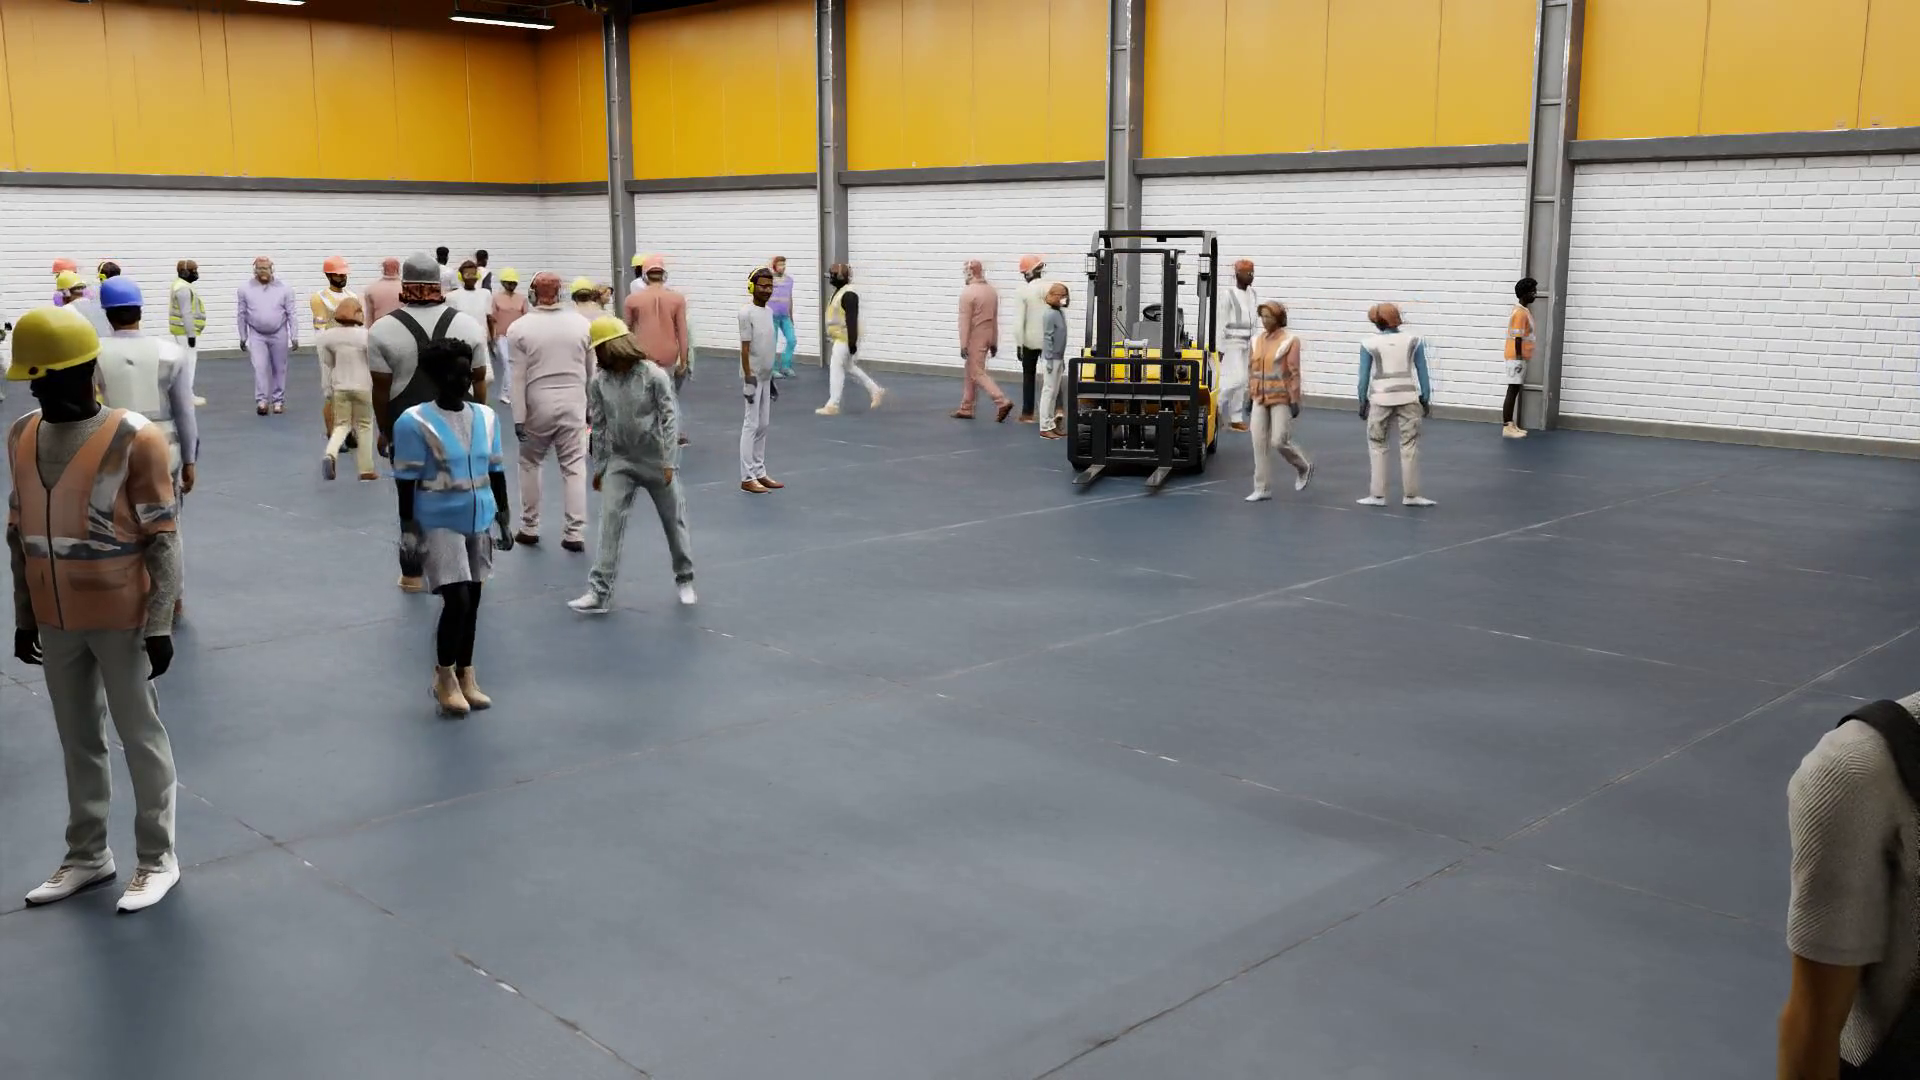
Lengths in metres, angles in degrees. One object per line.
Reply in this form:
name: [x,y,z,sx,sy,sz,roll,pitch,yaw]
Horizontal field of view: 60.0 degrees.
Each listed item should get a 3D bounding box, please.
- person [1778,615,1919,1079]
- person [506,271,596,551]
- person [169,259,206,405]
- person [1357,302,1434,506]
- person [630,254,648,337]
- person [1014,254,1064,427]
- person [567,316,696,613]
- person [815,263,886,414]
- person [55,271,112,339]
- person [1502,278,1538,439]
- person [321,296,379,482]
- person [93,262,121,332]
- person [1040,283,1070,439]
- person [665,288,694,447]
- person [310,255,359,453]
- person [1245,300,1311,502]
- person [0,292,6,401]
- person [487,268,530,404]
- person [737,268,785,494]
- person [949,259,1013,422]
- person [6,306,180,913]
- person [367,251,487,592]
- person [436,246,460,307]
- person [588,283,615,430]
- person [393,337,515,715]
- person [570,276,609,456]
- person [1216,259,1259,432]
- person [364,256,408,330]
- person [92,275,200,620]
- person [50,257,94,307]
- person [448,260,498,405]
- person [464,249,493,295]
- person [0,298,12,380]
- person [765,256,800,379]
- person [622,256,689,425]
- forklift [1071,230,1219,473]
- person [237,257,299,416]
person: [1.260,0.831,2.164,0.506,1.840,0.349,-5,11,-23]
person: [-2.802,-0.883,11.371,0.640,1.884,0.789,-6,12,-29]
person: [-9.717,-2.608,20.950,0.432,1.834,0.625,-5,11,-24]
person: [3.460,-1.059,13.110,0.648,1.612,0.317,0,10,2]
person: [-4.286,-2.914,22.476,0.979,1.866,0.590,7,13,35]
person: [0.900,-2.221,18.614,0.608,1.936,1.018,-4,11,-20]
person: [-1.845,-0.423,9.426,0.559,1.676,0.767,2,11,13]
person: [-1.314,-2.416,19.963,0.837,1.814,0.625,-3,11,-16]
person: [-8.640,-1.732,16.309,0.948,1.771,0.603,3,11,16]
person: [5.905,-1.917,17.556,0.319,1.690,0.531,4,11,20]
person: [-5.232,-1.274,14.259,0.504,1.615,0.564,1,10,6]
person: [-8.604,-1.900,16.987,0.328,1.867,0.509,4,11,23]
person: [1.007,-1.887,17.543,0.283,1.631,0.503,4,11,20]
person: [-2.995,-1.758,16.950,0.517,1.584,0.846,-8,13,-37]
person: [-6.117,-1.839,16.454,0.362,1.938,0.545,5,12,25]
person: [2.553,-1.124,13.405,0.566,1.617,0.529,-9,14,-39]
person: [-12.437,-2.721,21.059,0.634,2.011,0.768,-4,11,-23]
person: [-5.594,-2.529,20.804,0.540,1.708,0.923,-8,13,-39]
person: [-1.660,-1.328,13.875,0.335,1.864,0.521,4,11,20]
person: [0.246,-2.284,19.094,0.896,1.871,0.645,6,12,31]
person: [-2.744,0.226,5.247,0.586,1.917,0.381,3,11,14]
person: [-3.209,-0.714,10.035,0.679,2.000,0.537,-5,12,-26]
person: [-8.983,-4.164,29.142,0.636,1.924,0.958,3,11,18]
person: [-3.965,-1.995,18.163,0.366,1.615,0.523,5,12,27]
person: [-2.203,-0.053,7.378,0.436,1.682,0.552,7,13,34]
person: [-3.597,-1.668,16.076,0.528,1.748,0.698,-5,12,-27]
person: [3.016,-2.103,18.073,0.446,1.872,0.576,10,14,43]
person: [-6.768,-2.447,19.915,0.664,1.887,0.781,-1,10,-7]
person: [-4.443,-0.449,8.941,0.610,1.911,0.896,-6,12,-31]
person: [-10.008,-2.260,18.902,1.019,1.897,0.541,4,11,19]
person: [-5.342,-2.140,18.315,0.533,1.856,0.396,-7,13,-34]
person: [-8.270,-4.012,28.440,0.642,1.886,0.539,6,12,29]
person: [-14.189,-3.187,24.229,0.620,1.797,1.010,8,13,38]
person: [-2.636,-3.290,24.671,0.614,1.819,0.654,-10,14,-42]
person: [-2.986,-1.794,16.286,0.621,1.931,1.058,-3,11,-18]
forklift: [1.804,-1.825,15.677,1.214,2.155,2.313,2,11,13]
person: [-8.175,-2.396,19.666,0.679,1.864,0.933,-4,11,-20]
